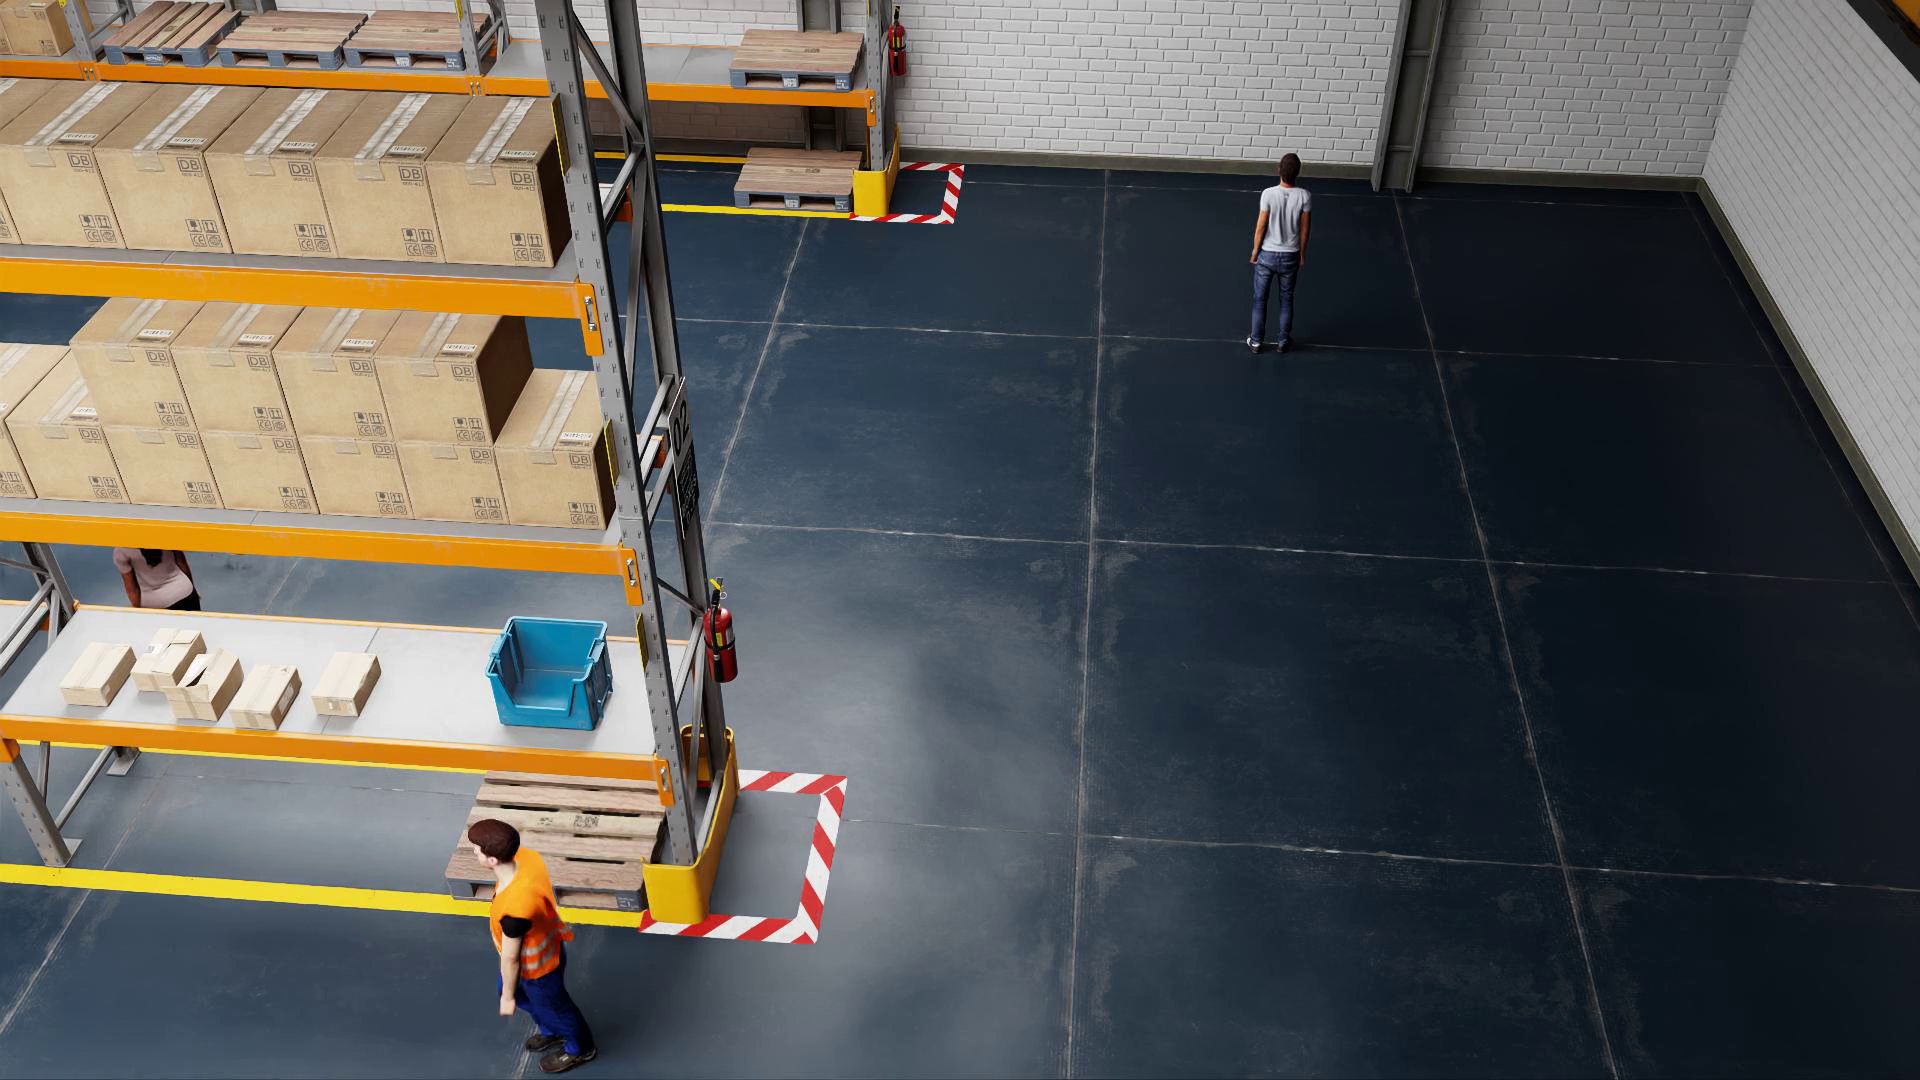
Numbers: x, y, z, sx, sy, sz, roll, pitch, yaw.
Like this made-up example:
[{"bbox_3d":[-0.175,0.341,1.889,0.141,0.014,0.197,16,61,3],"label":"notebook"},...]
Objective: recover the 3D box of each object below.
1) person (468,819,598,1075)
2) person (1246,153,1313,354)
[{"bbox_3d":[-2.120,2.138,8.658,0.825,1.864,0.808,-11,40,-13],"label":"person"},{"bbox_3d":[2.769,-2.479,14.438,0.470,1.866,0.680,2,39,3],"label":"person"}]
